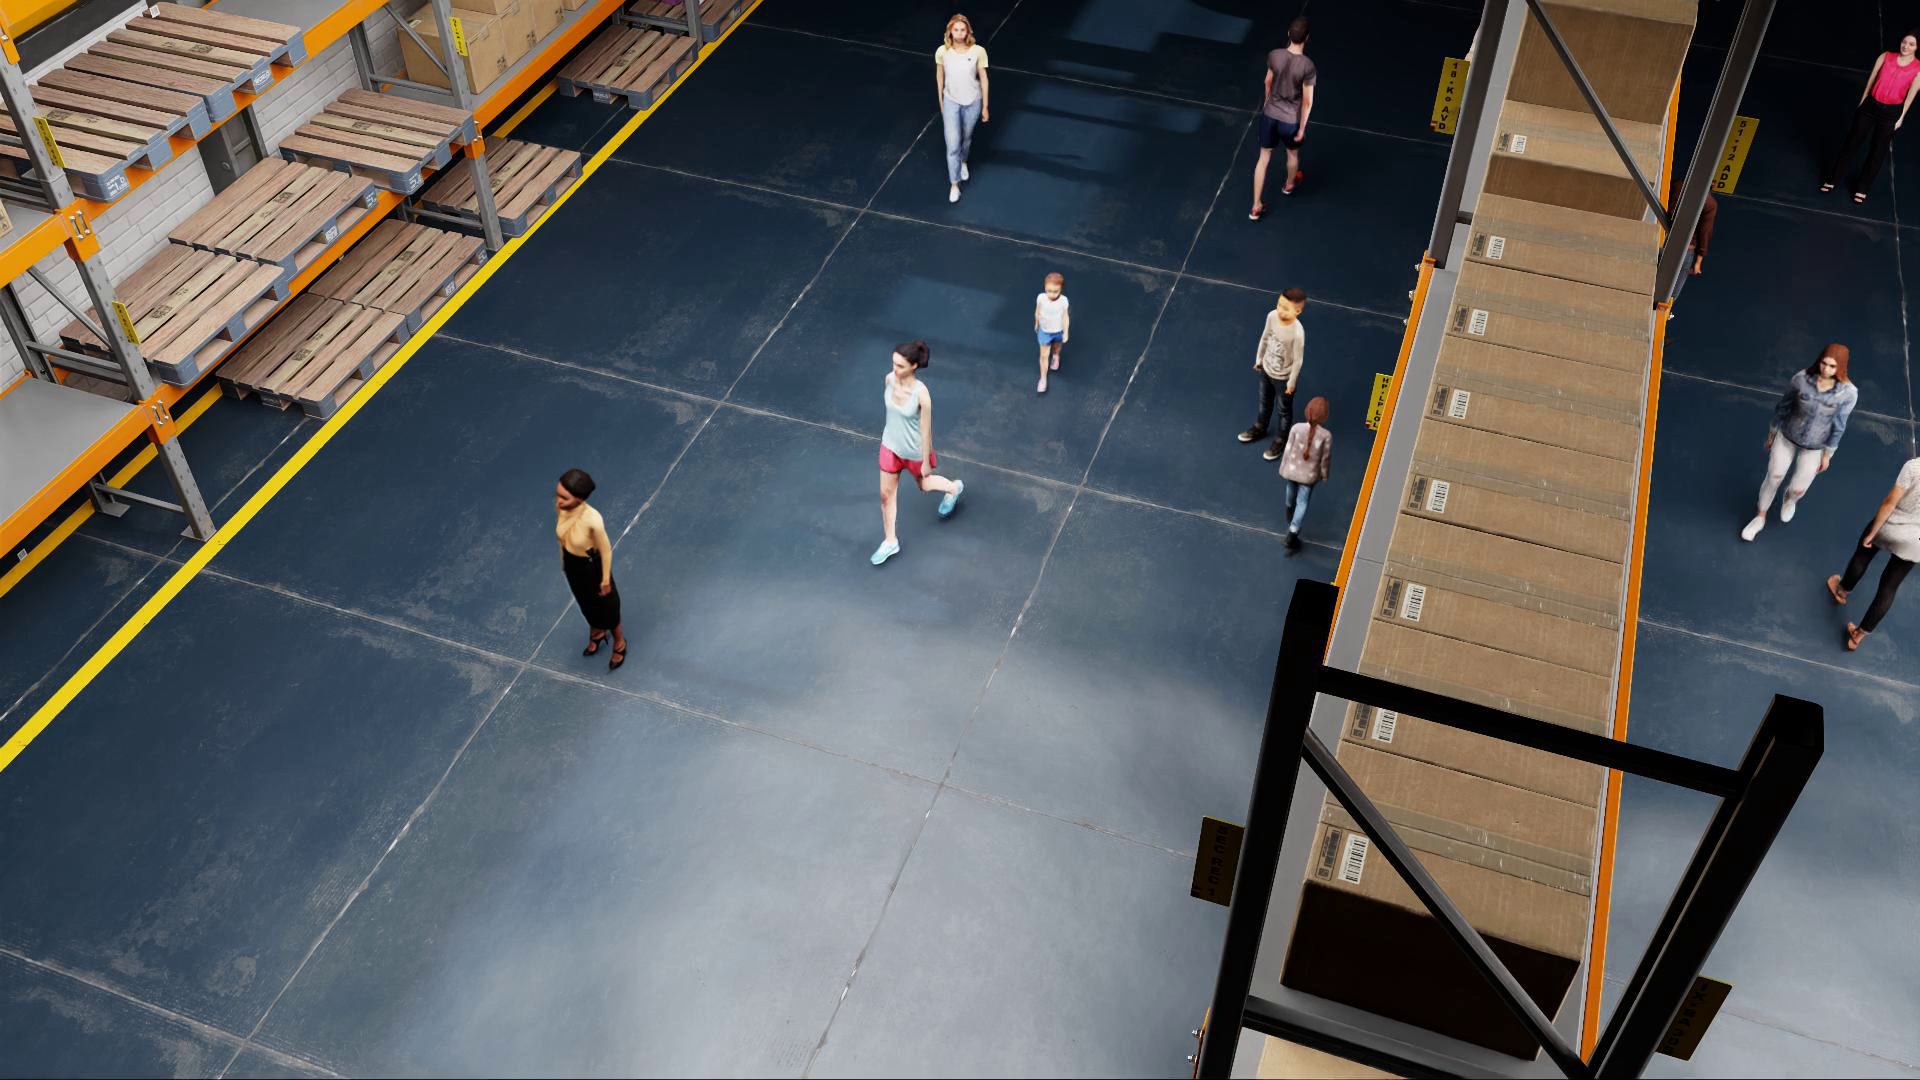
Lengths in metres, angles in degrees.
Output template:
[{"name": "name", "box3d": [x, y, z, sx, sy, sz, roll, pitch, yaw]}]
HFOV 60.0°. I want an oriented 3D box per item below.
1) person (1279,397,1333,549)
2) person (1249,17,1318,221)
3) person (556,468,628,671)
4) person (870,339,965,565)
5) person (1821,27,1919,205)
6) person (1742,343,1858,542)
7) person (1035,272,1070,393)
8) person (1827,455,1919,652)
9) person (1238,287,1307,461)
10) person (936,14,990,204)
[{"name": "person", "box3d": [2.419, -0.470, 11.793, 0.522, 1.174, 0.806, 18, 46, 18]}, {"name": "person", "box3d": [2.805, -3.672, 14.689, 0.806, 1.815, 1.124, 21, 47, 21]}, {"name": "person", "box3d": [-2.394, 0.193, 10.750, 0.631, 1.652, 0.626, 27, 50, 26]}, {"name": "person", "box3d": [-0.300, -0.663, 11.590, 0.876, 1.733, 1.229, 30, 51, 28]}, {"name": "person", "box3d": [8.277, -3.833, 14.971, 0.639, 1.660, 0.615, 28, 50, 26]}, {"name": "person", "box3d": [5.934, -0.719, 11.680, 0.755, 1.690, 0.848, 29, 51, 27]}, {"name": "person", "box3d": [0.751, -1.722, 13.237, 0.497, 0.995, 0.752, 9, 44, 9]}, {"name": "person", "box3d": [6.146, 0.033, 10.811, 0.694, 1.799, 0.936, 9, 44, 10]}, {"name": "person", "box3d": [2.396, -1.270, 12.423, 0.659, 1.463, 0.633, -26, 50, -25]}, {"name": "person", "box3d": [0.023, -4.009, 15.134, 0.850, 1.690, 1.078, -1, 44, -1]}]
